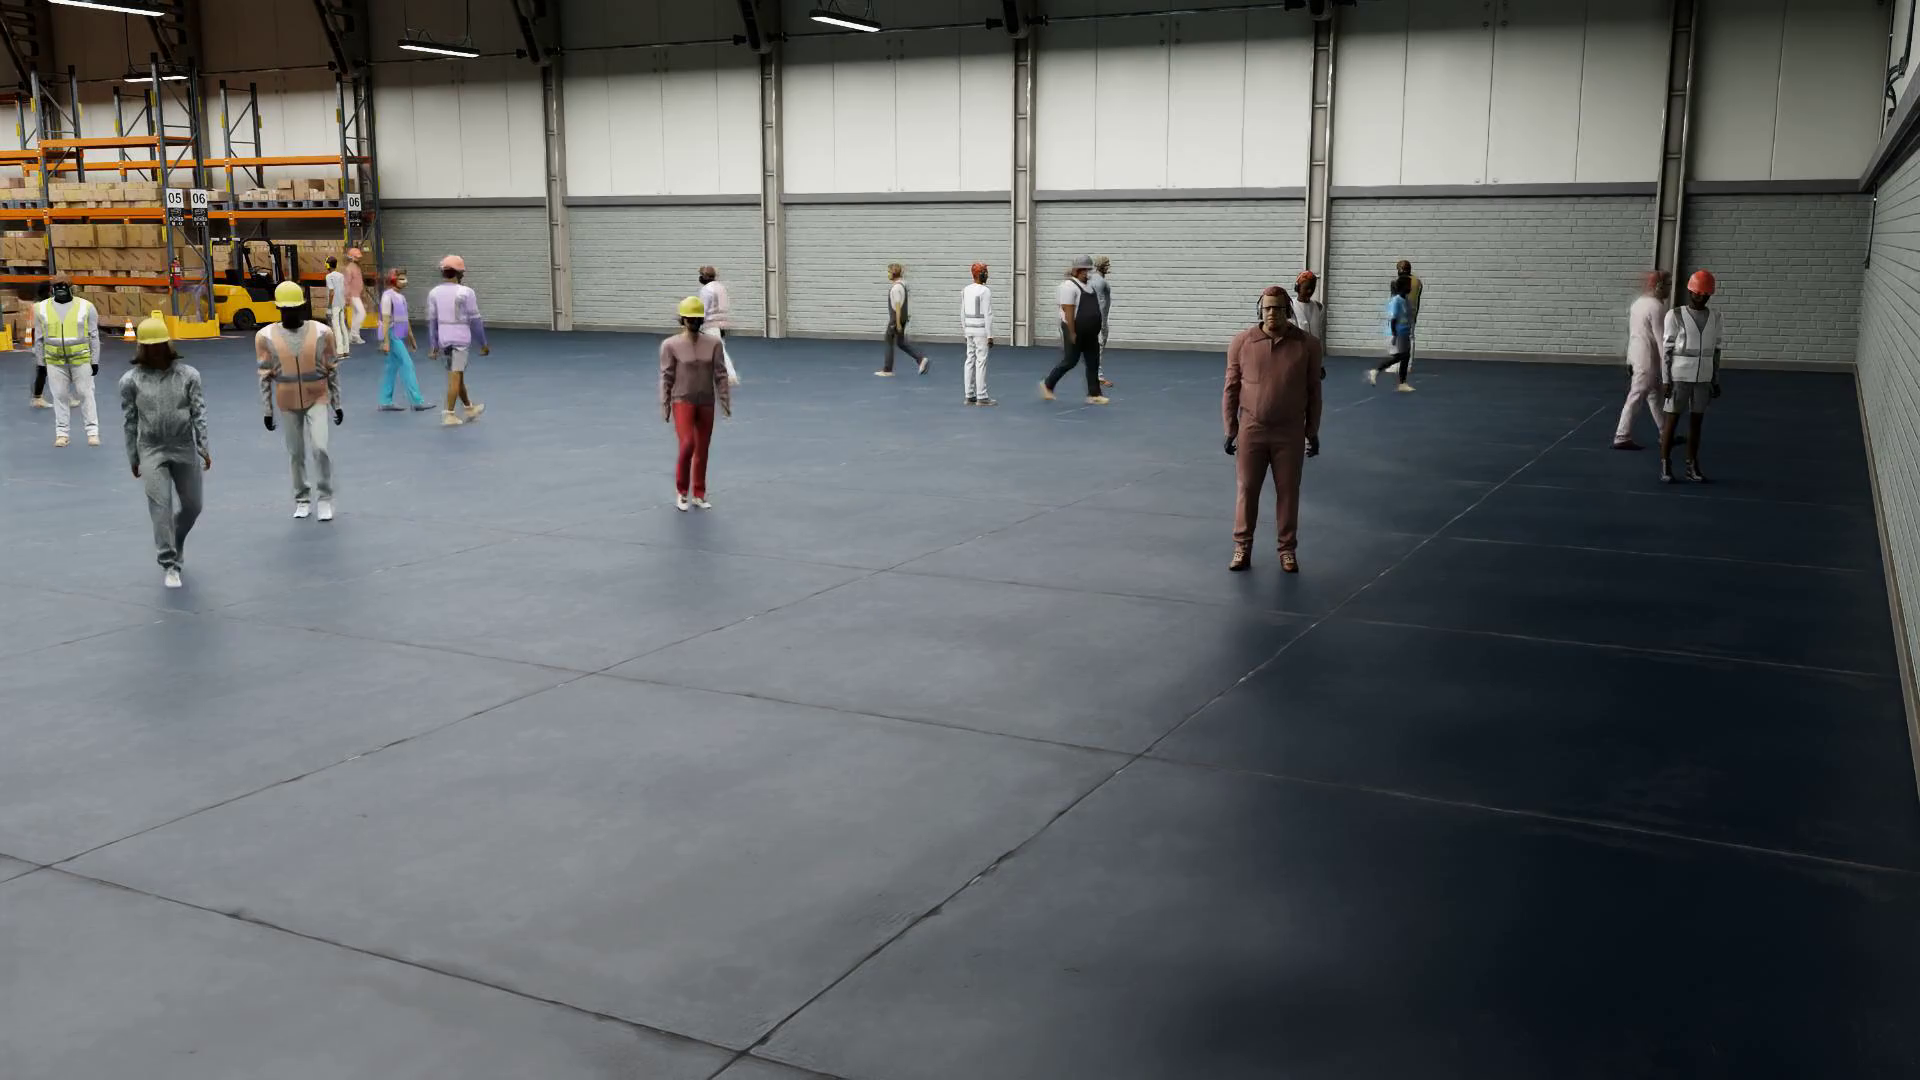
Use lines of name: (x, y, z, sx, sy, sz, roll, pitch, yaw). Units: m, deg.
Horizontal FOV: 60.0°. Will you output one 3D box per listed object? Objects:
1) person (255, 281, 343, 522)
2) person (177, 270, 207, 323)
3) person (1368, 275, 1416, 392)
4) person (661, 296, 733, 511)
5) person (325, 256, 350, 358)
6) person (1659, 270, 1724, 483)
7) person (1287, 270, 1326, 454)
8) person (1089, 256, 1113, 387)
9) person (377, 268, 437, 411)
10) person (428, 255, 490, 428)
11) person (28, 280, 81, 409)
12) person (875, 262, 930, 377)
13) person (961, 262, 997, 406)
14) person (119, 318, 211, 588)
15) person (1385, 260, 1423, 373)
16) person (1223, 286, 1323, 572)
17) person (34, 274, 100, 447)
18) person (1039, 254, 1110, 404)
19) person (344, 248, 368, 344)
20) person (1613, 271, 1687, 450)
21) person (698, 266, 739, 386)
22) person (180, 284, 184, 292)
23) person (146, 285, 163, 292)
person: (-5.175, -1.075, 13.041, 0.603, 1.884, 0.713, -3, 11, -17)
person: (-17.752, -5.695, 38.252, 0.850, 1.861, 0.786, 4, 11, 21)
person: (6.236, -2.955, 23.852, 0.582, 1.684, 0.540, 8, 13, 37)
person: (-2.147, -1.101, 13.554, 0.540, 1.752, 0.492, -6, 12, -31)
person: (-11.395, -4.236, 30.330, 0.334, 1.865, 0.517, 2, 11, 11)
person: (6.631, -1.468, 15.059, 0.542, 1.928, 0.374, 0, 10, -2)
person: (3.485, -1.804, 17.011, 0.574, 1.884, 0.355, -5, 11, -24)
person: (2.082, -3.245, 24.720, 0.372, 1.940, 0.631, -1, 10, -4)
person: (-7.039, -2.537, 21.177, 0.840, 1.811, 0.601, -1, 10, -3)
person: (-5.894, -2.356, 19.718, 0.614, 1.999, 1.003, 4, 11, 22)
person: (-11.628, -2.499, 21.382, 0.845, 1.648, 0.556, 0, 10, 2)
person: (-0.923, -3.478, 26.320, 0.796, 1.819, 0.516, 2, 11, 12)
person: (0.249, -2.719, 21.997, 0.347, 1.882, 0.584, -8, 13, -36)
person: (-5.151, -0.582, 10.782, 0.493, 1.722, 0.640, -8, 13, -36)
person: (7.237, -3.651, 27.207, 0.624, 1.840, 0.429, -6, 12, -29)
person: (2.077, -0.732, 11.100, 0.654, 1.906, 0.406, 2, 11, 11)
person: (-9.489, -1.904, 17.695, 0.626, 1.837, 0.430, -3, 11, -17)
person: (1.544, -2.836, 22.208, 0.886, 2.000, 0.684, 8, 13, 38)
person: (-12.442, -5.029, 34.354, 0.532, 1.975, 0.615, -1, 10, -4)
person: (7.313, -1.856, 17.332, 0.942, 1.861, 0.668, 1, 10, 4)
person: (-3.723, -3.173, 24.735, 0.953, 1.795, 0.643, 2, 11, 9)
person: (-18.408, -5.845, 39.129, 0.896, 1.868, 0.660, 4, 11, 21)
person: (-18.958, -5.705, 39.057, 0.822, 1.604, 0.527, 5, 11, 23)
